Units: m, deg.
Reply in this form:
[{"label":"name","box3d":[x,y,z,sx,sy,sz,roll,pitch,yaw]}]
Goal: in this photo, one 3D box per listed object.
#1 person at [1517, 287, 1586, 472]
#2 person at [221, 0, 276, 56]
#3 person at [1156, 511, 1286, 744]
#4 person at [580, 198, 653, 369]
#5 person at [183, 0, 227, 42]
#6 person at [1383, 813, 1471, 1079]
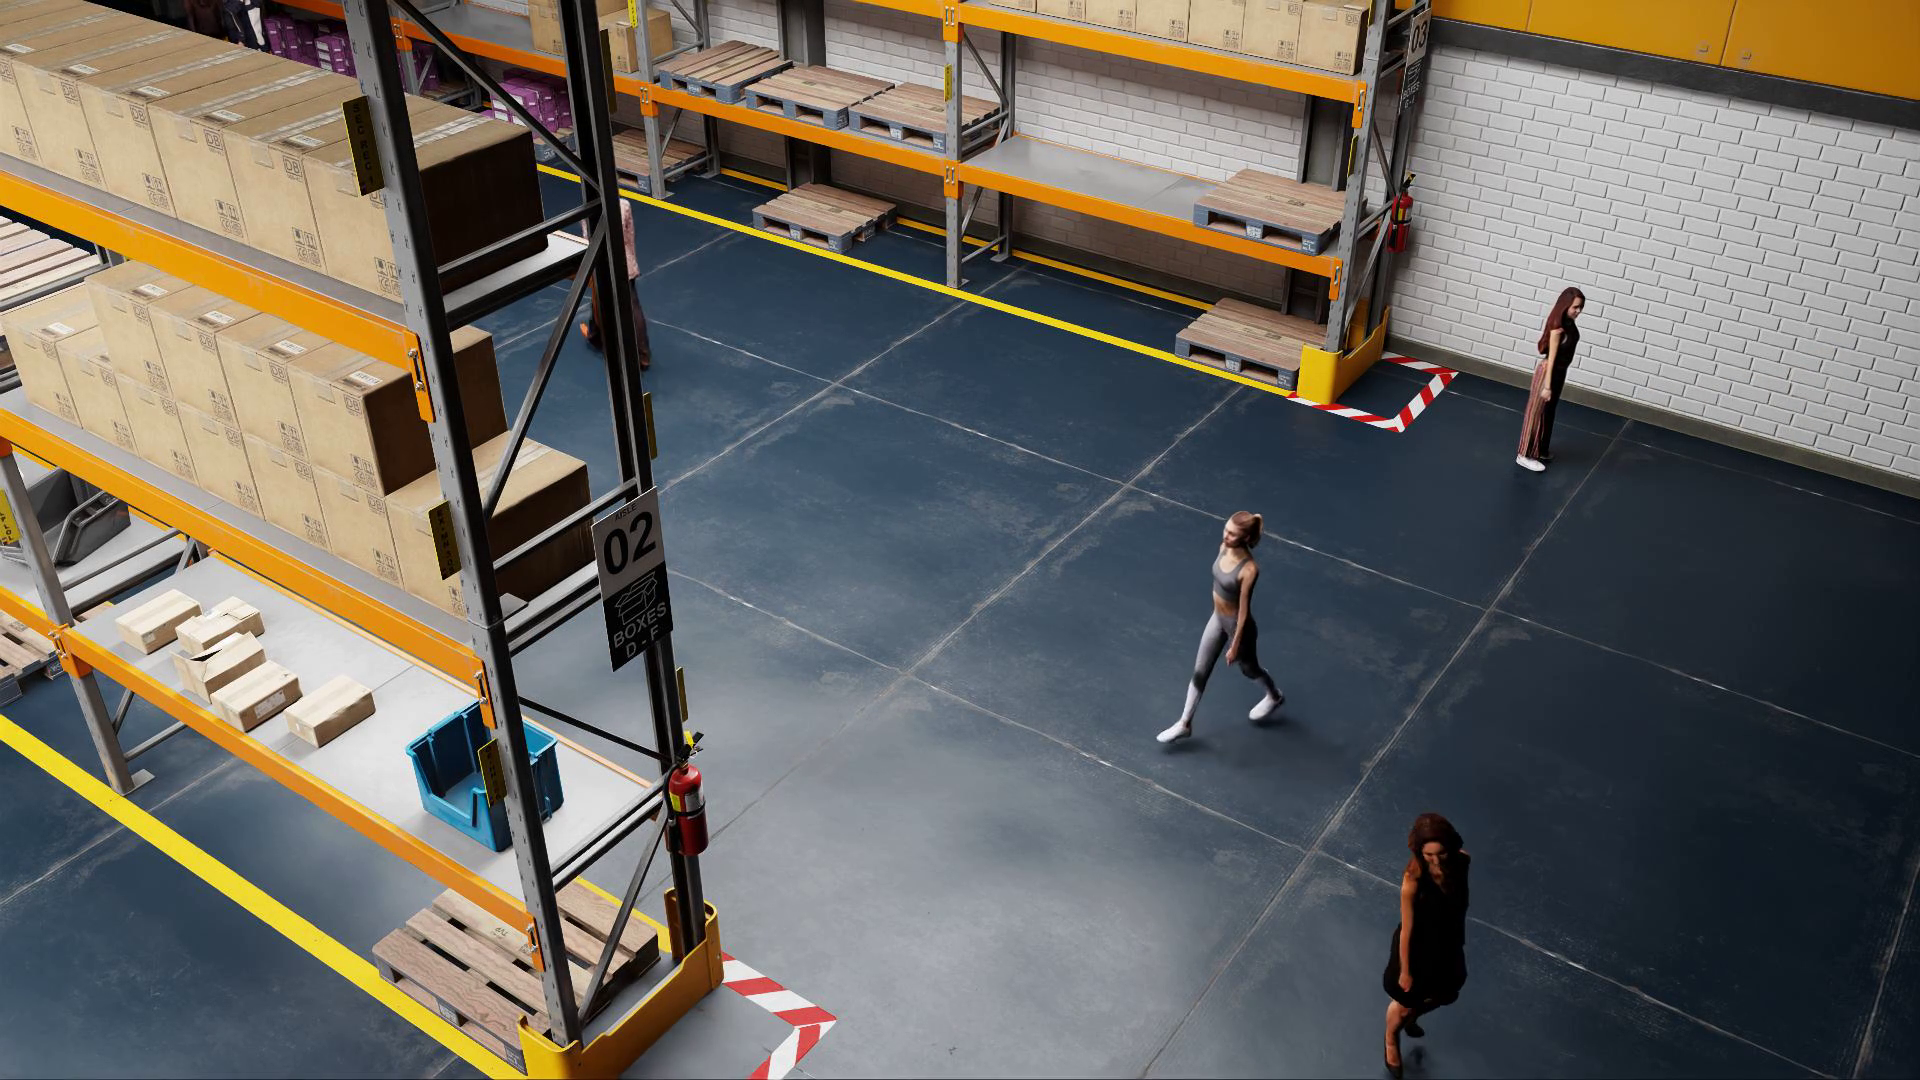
[{"label":"person","box3d":[4.727,-1.316,13.295,0.509,1.560,0.559,23,40,30]},{"label":"person","box3d":[-8.389,-5.774,19.701,0.575,1.892,0.669,23,40,30]},{"label":"person","box3d":[1.784,0.558,10.422,1.046,1.619,1.169,-14,36,-20]},{"label":"person","box3d":[-3.006,-2.332,14.640,0.953,1.763,1.236,-24,40,-31]},{"label":"person","box3d":[-9.283,-6.210,20.558,0.953,1.670,0.747,27,42,34]},{"label":"person","box3d":[2.268,2.008,8.073,0.765,1.805,0.760,-29,43,-36]}]
